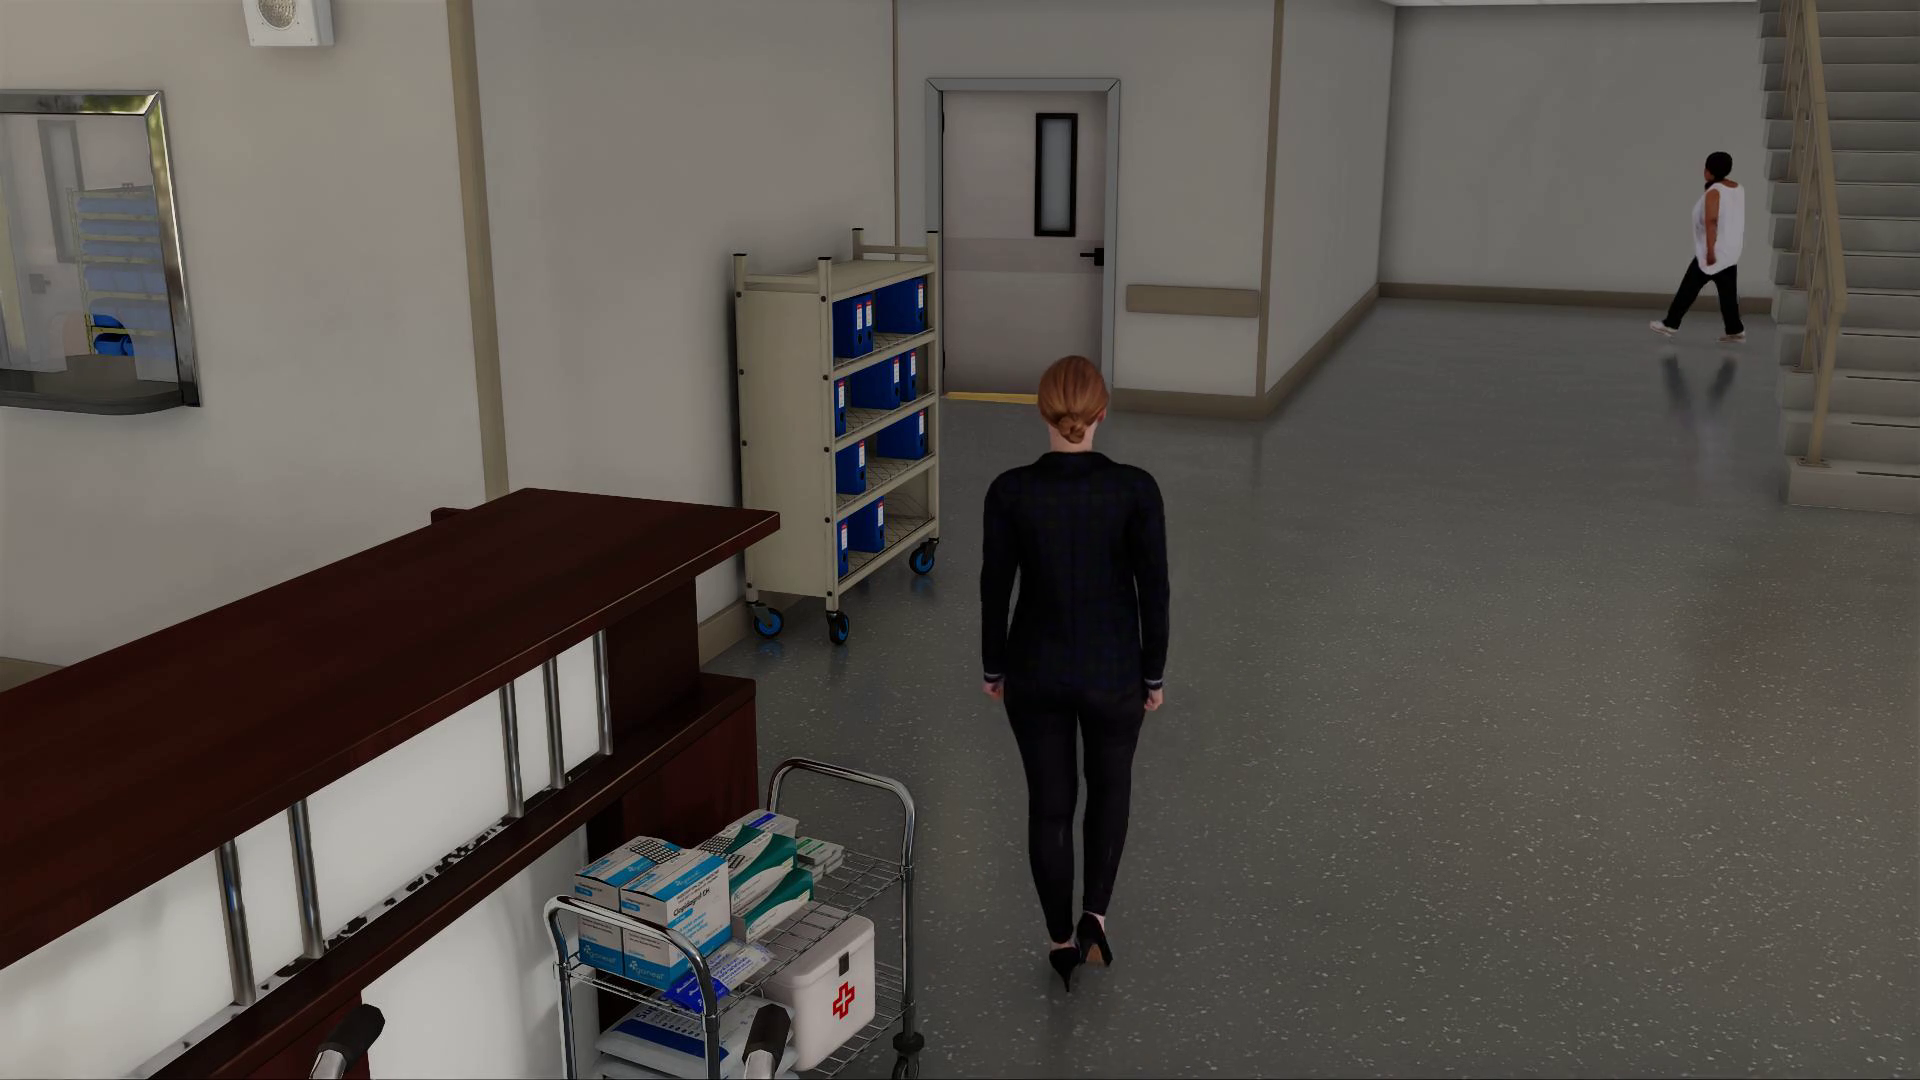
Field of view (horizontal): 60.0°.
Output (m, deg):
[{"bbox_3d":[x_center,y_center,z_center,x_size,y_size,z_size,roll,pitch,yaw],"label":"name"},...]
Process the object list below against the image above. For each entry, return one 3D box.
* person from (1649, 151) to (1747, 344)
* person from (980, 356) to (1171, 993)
[{"bbox_3d":[6.629,-2.502,14.477,1.126,1.644,1.137,-9,18,-29],"label":"person"},{"bbox_3d":[0.286,0.390,4.156,0.699,1.679,0.690,2,16,5],"label":"person"}]
